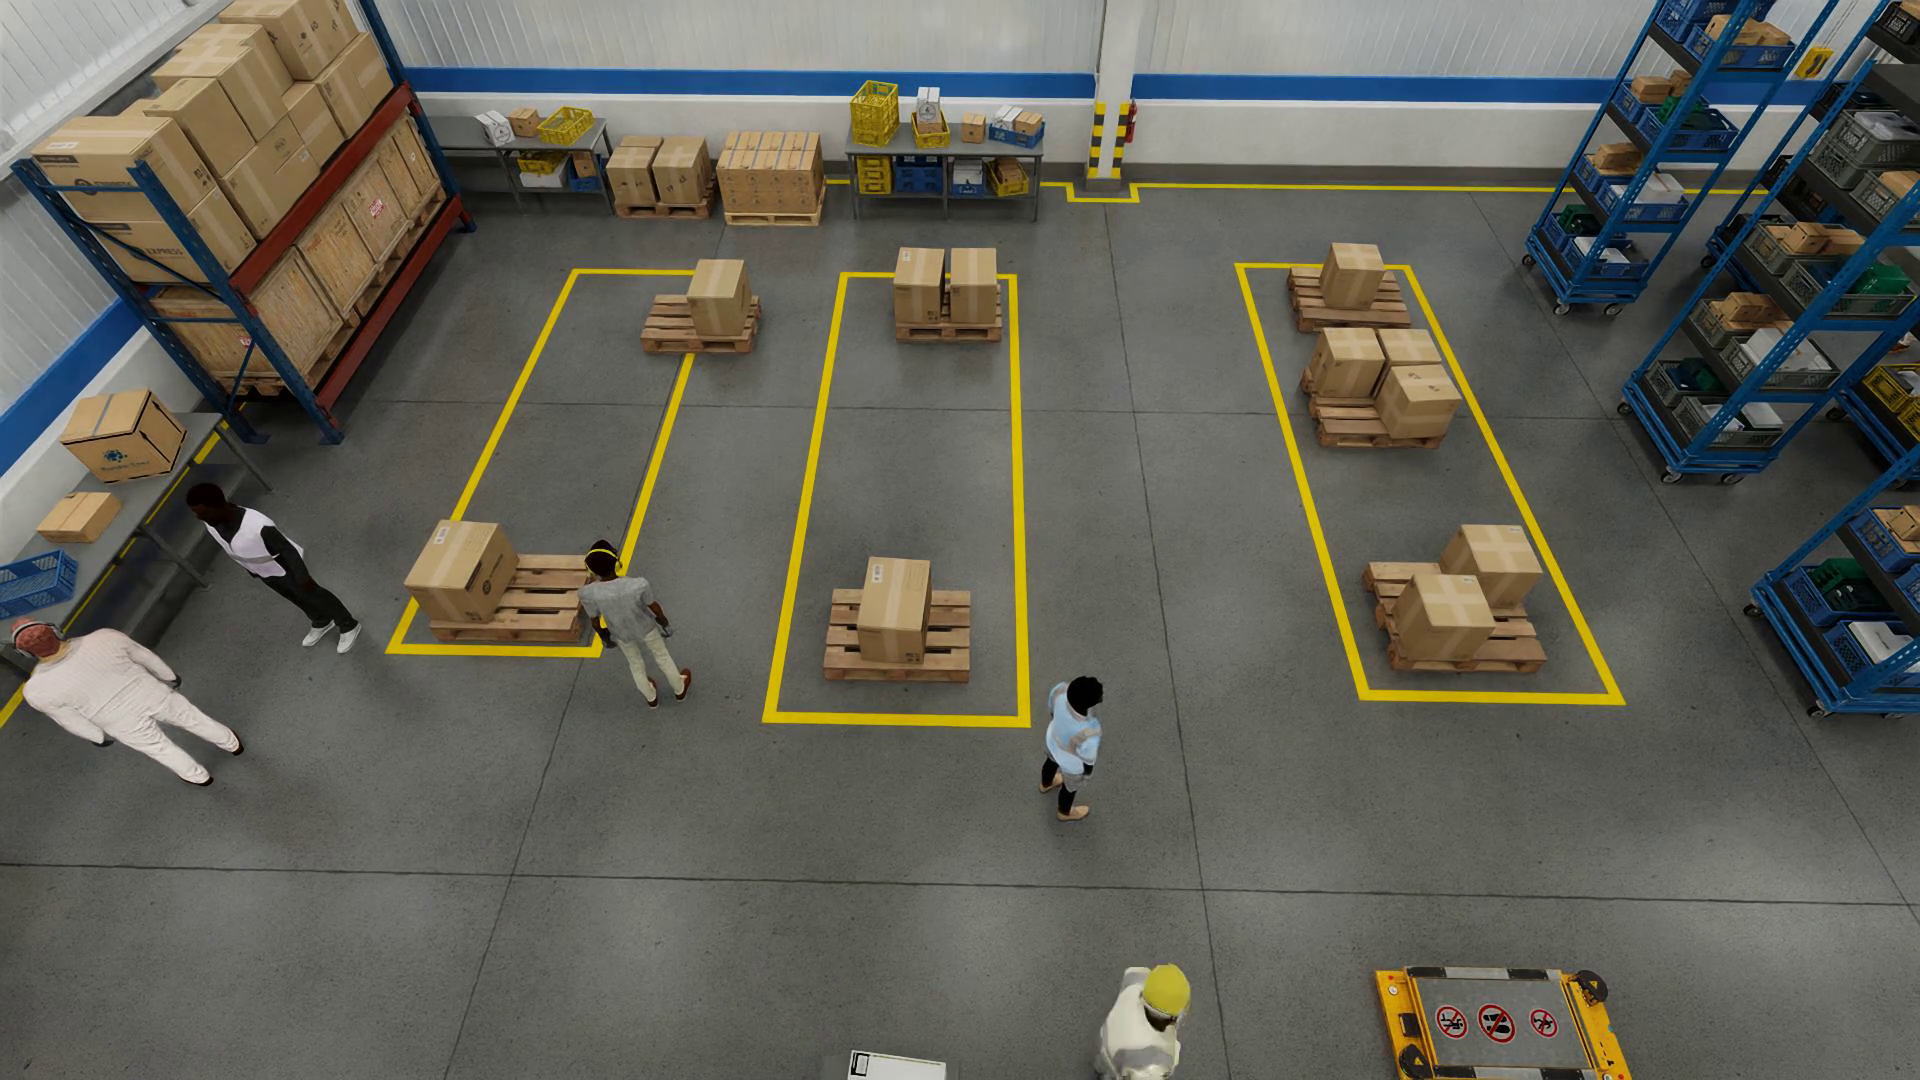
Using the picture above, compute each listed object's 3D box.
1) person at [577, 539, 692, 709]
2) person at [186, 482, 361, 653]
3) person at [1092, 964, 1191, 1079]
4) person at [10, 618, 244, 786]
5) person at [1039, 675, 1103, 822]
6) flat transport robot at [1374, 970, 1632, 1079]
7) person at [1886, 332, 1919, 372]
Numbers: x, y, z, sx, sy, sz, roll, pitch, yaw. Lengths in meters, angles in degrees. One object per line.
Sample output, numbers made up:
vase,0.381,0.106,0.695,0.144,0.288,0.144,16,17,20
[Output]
person,-2.453,0.669,6.900,0.533,1.866,0.310,-11,52,-9
person,-5.395,0.215,7.238,0.591,1.920,0.393,11,52,9
person,0.974,2.916,5.126,0.417,1.783,0.745,5,51,4
person,-5.893,1.148,6.485,0.402,1.906,0.651,21,54,16
person,0.773,1.443,6.377,0.321,1.695,0.537,-19,53,-15
flat transport robot,3.501,3.133,5.914,1.431,0.197,0.652,1,51,1
person,10.654,-2.651,9.525,0.379,1.996,0.609,-16,53,-13
